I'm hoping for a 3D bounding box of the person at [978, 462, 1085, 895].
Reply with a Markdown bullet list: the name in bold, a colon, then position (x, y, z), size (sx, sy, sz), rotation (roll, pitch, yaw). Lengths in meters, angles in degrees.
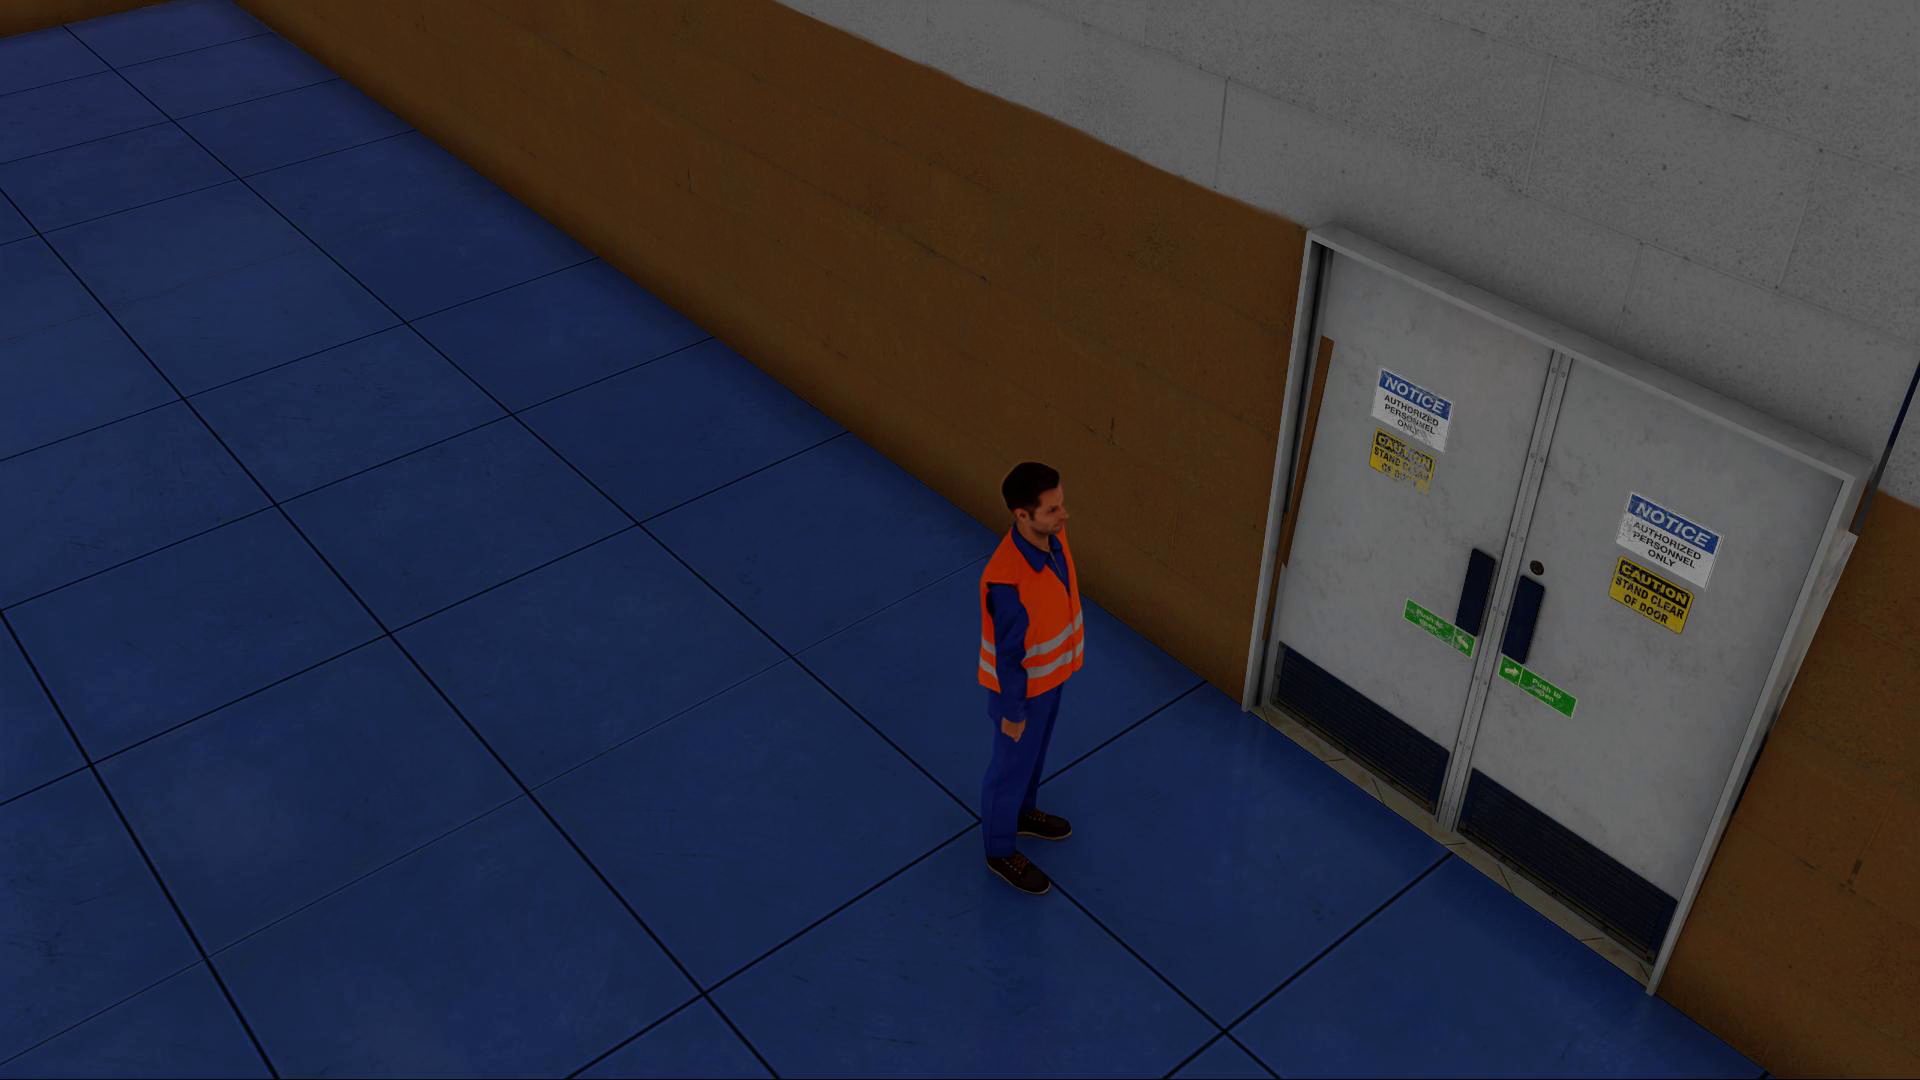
- **person**: position (0.248, 0.489, 6.069), size (0.850, 1.864, 0.727), rotation (13, 39, 16)
